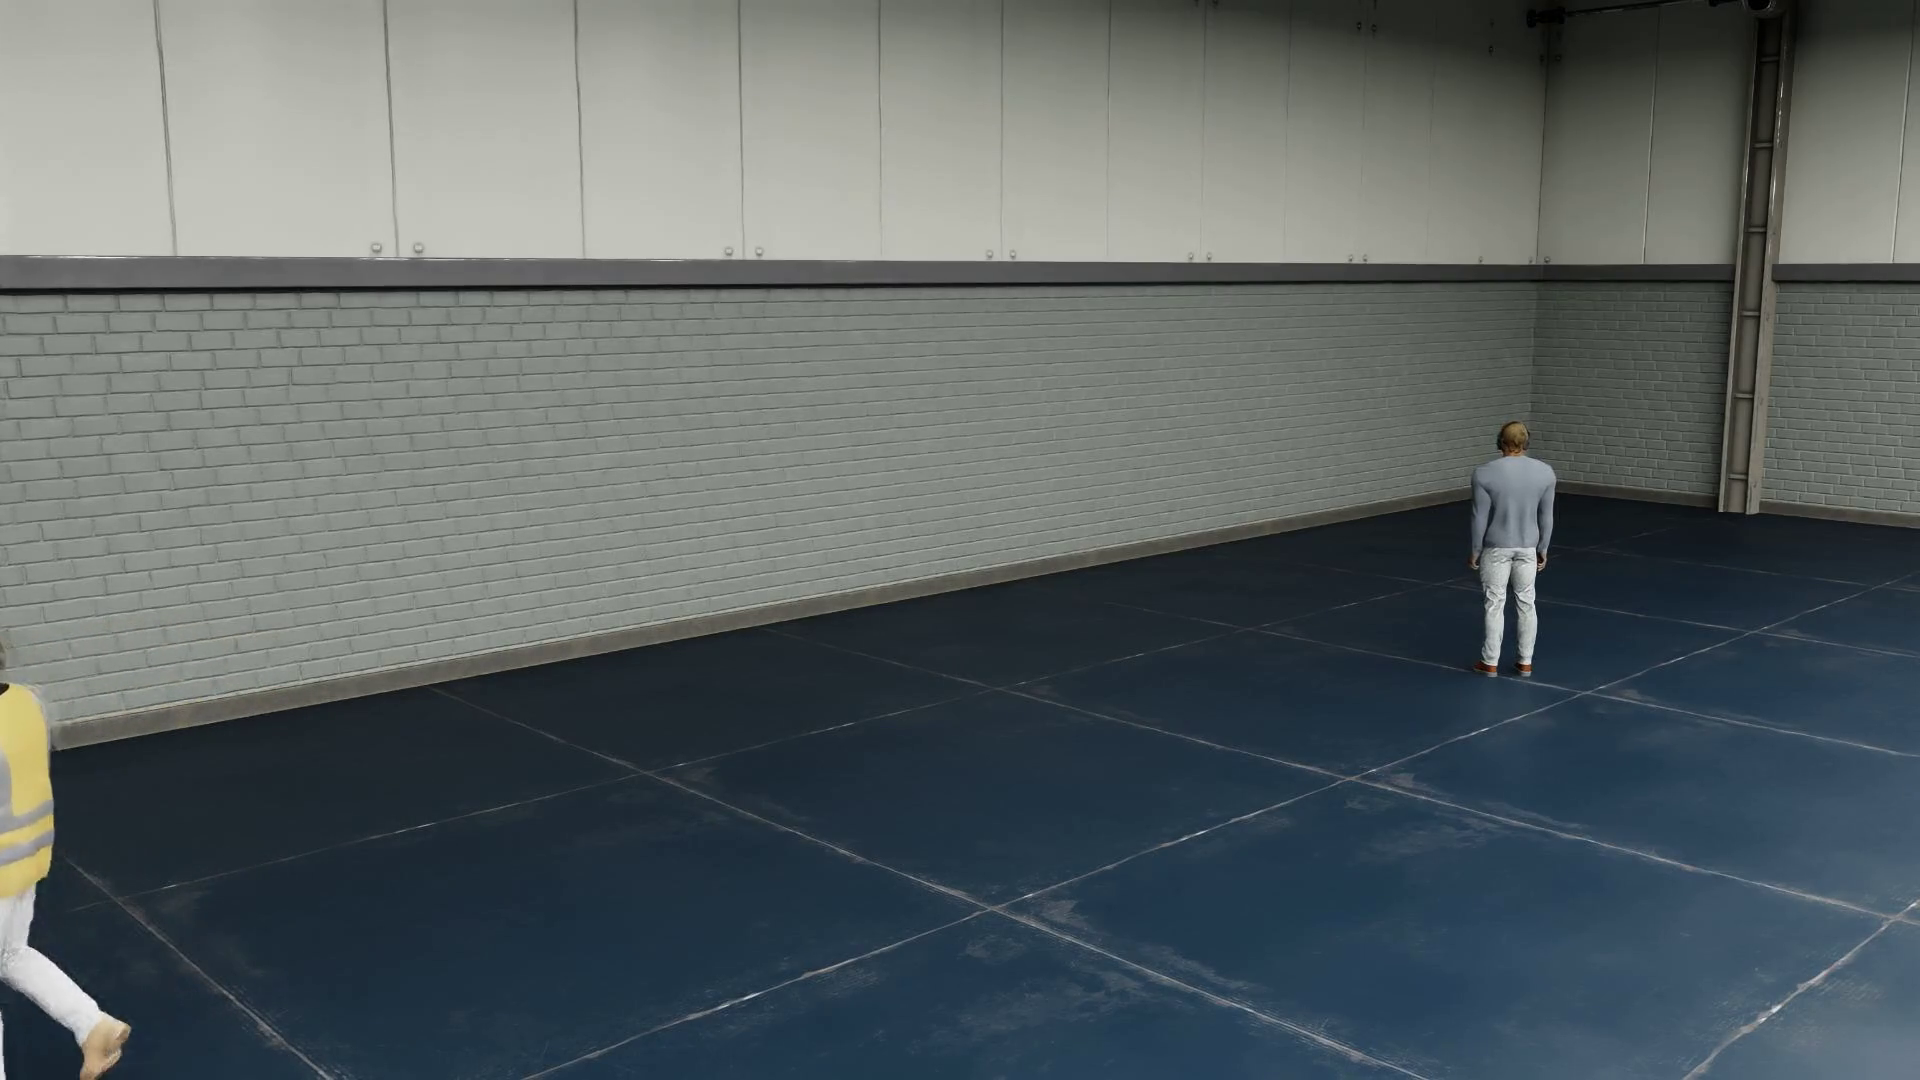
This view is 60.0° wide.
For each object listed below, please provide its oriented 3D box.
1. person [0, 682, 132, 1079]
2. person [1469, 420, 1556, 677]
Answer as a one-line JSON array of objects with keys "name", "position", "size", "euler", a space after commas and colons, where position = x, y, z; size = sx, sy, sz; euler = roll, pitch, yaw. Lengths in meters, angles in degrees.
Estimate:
[{"name": "person", "position": [-3.388, 1.186, 5.877], "size": [0.580, 1.827, 0.640], "euler": [0, 9, -1]}, {"name": "person", "position": [4.111, 0.069, 12.461], "size": [0.630, 1.940, 0.373], "euler": [0, 9, -1]}]
